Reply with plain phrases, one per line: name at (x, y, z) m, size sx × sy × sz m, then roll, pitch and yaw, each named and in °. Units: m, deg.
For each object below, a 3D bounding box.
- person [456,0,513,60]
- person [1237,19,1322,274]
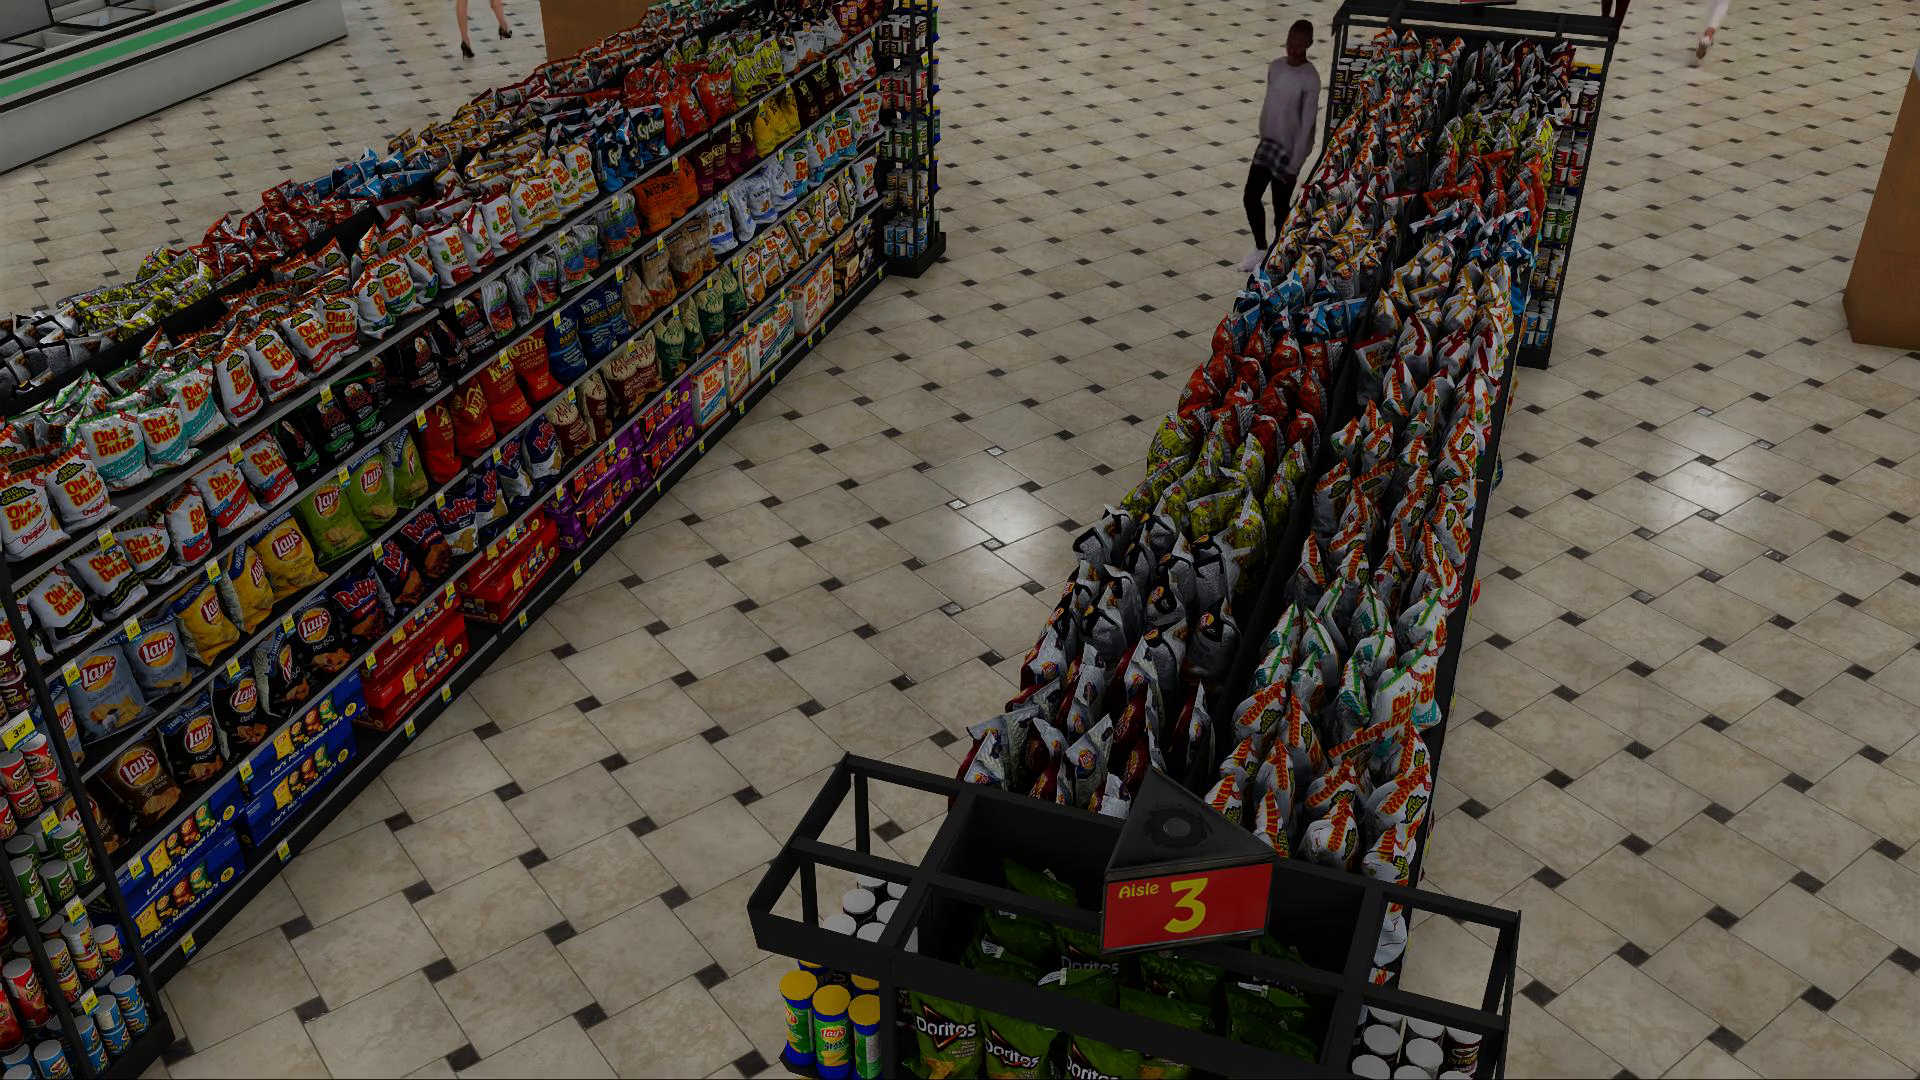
person at (-4.630, -5.379, 15.533) m, size 0.662 × 1.734 × 1.037 m, roll 6°, pitch 32°, yaw 10°
person at (2.218, -2.582, 11.025) m, size 0.820 × 1.748 × 0.792 m, roll -17°, pitch 36°, yaw -25°
